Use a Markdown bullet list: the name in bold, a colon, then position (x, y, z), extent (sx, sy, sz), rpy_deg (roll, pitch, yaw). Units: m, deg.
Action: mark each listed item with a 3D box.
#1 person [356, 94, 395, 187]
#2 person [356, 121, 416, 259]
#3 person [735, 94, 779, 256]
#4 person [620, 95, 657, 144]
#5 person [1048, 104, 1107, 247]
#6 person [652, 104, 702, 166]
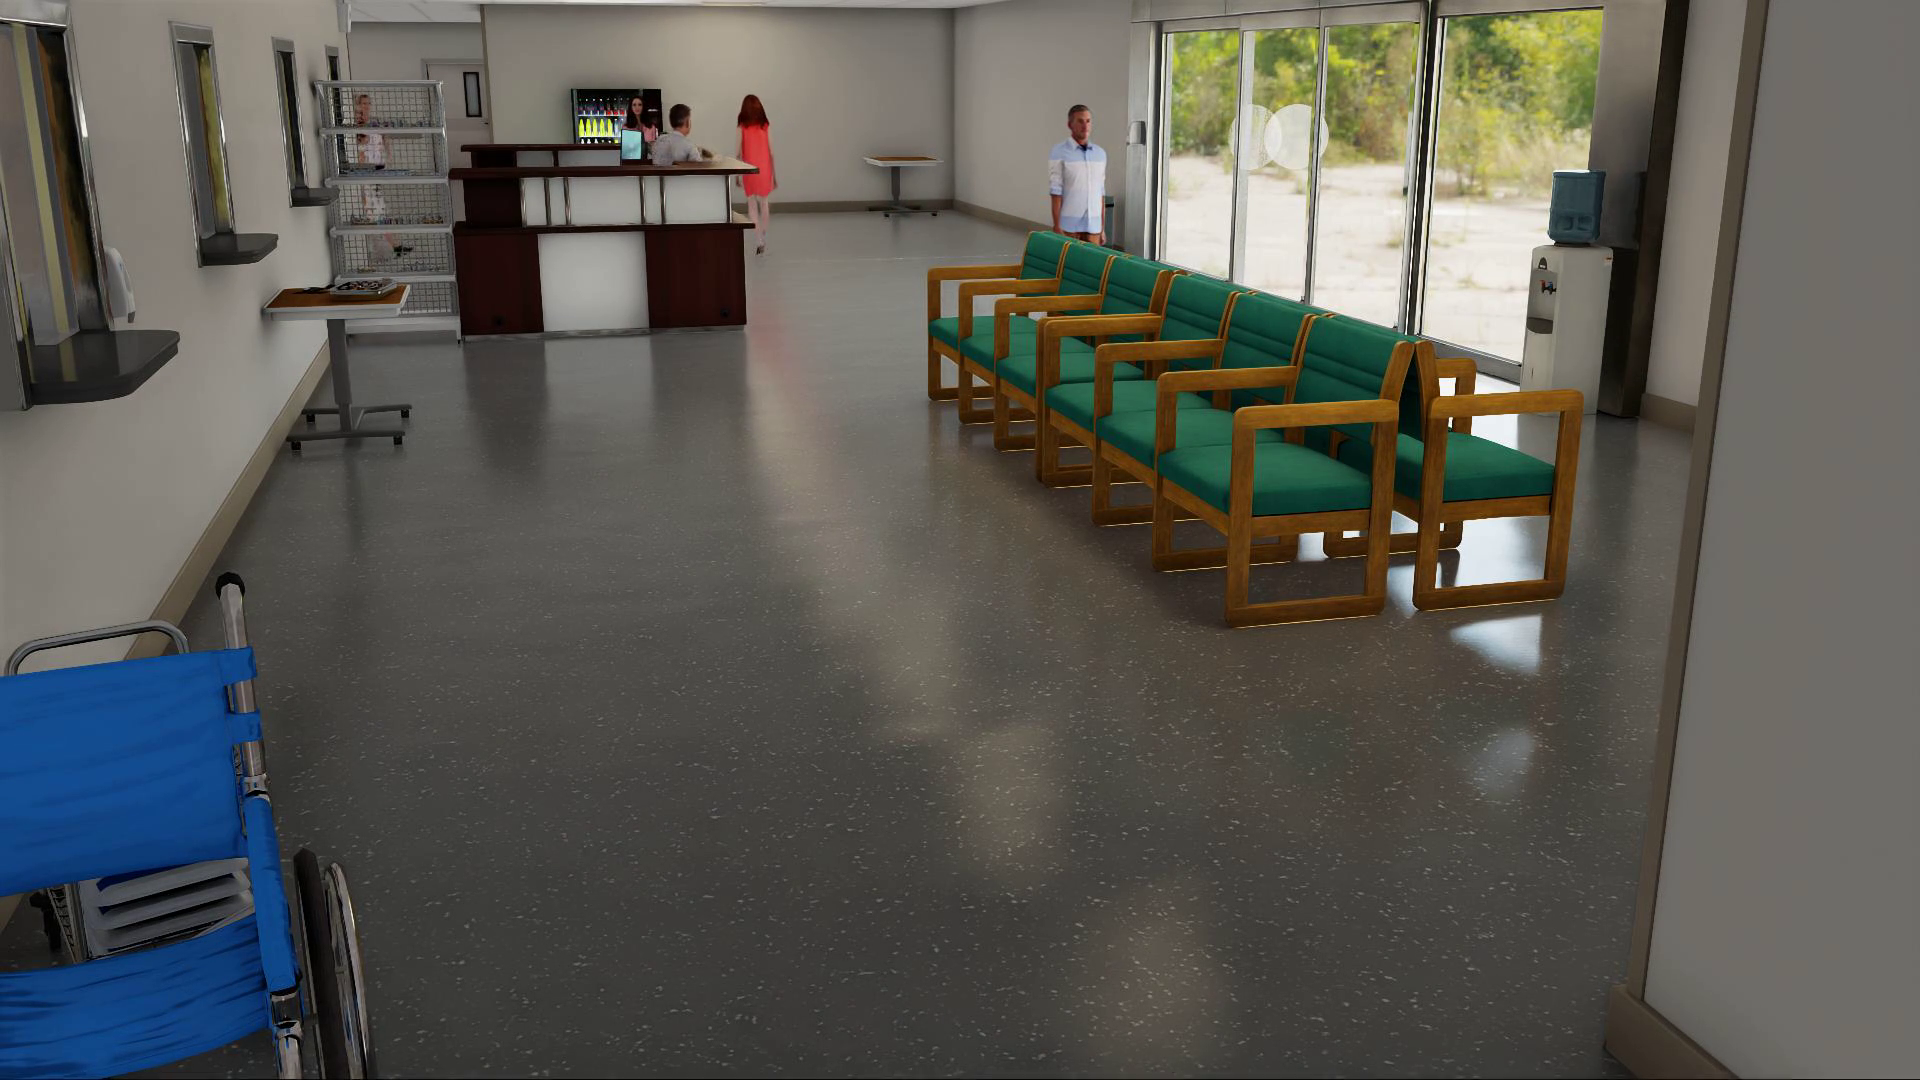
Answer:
- **person**: position (-7.775, -4.940, 21.958), extent (1.154, 1.738, 0.981), rpy_deg (-12, 20, -37)
- **person**: position (-6.631, -3.784, 18.263), extent (1.033, 1.518, 0.735), rpy_deg (-9, 18, -30)
- **person**: position (-2.310, -4.092, 18.886), extent (1.046, 1.772, 0.671), rpy_deg (-4, 16, -14)
- **person**: position (-3.847, -4.421, 19.995), extent (0.488, 1.803, 0.692), rpy_deg (-6, 17, -21)
- **person**: position (0.927, -2.533, 13.254), extent (0.596, 1.828, 0.791), rpy_deg (-8, 18, -27)
- **person**: position (-2.476, -2.920, 14.713), extent (0.978, 1.782, 1.099), rpy_deg (5, 17, 17)
